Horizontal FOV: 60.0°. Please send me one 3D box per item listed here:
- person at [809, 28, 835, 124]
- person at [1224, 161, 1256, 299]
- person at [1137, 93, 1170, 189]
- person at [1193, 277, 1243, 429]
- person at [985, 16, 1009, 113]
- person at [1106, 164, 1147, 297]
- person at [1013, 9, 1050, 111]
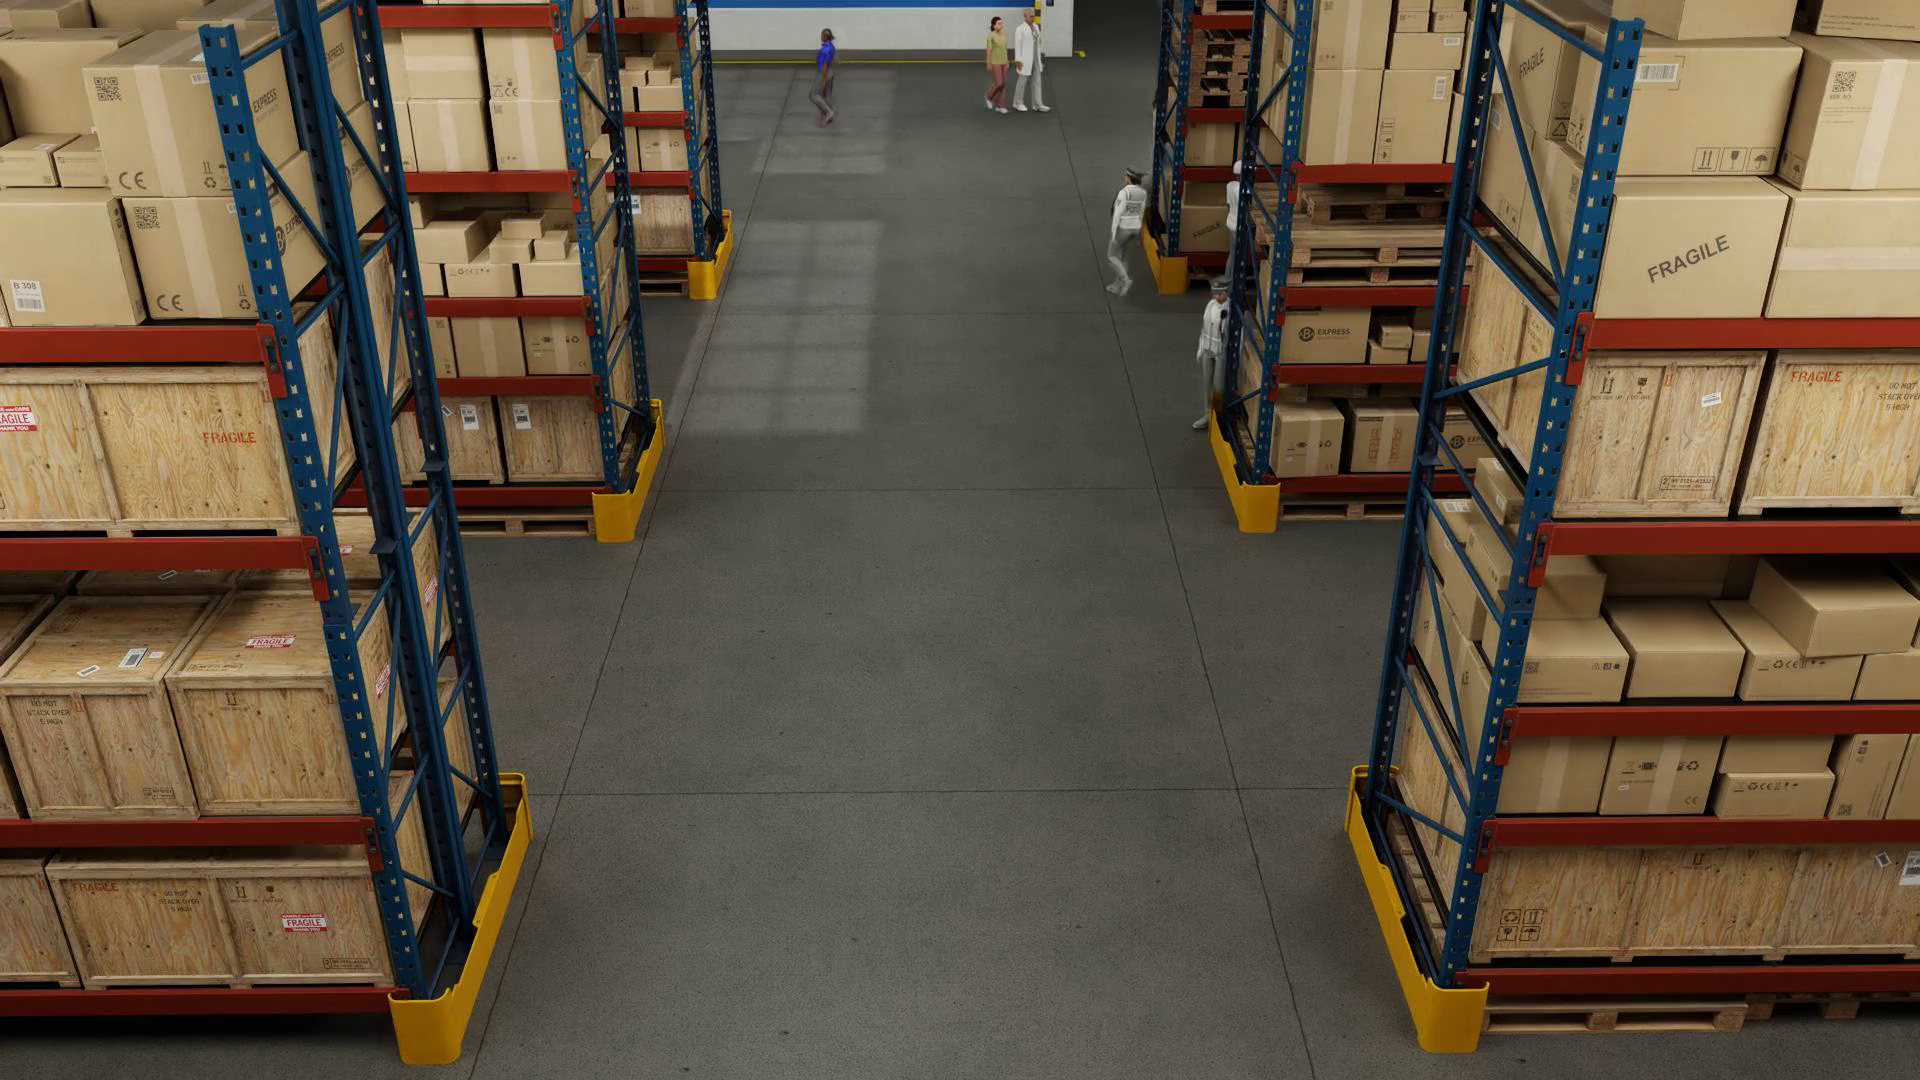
[{"bbox_3d":[-2.389,-8.082,29.014,0.452,1.658,0.467,6,29,11],"label":"person"},{"bbox_3d":[3.612,-3.995,21.337,0.390,1.770,0.553,-5,29,-9],"label":"person"},{"bbox_3d":[2.983,-5.931,25.024,0.719,1.661,0.449,5,29,9],"label":"person"},{"bbox_3d":[2.780,-1.998,17.692,0.547,1.667,0.498,-21,35,-33],"label":"person"},{"bbox_3d":[0.698,-8.538,29.867,0.475,1.669,0.486,-21,35,-33],"label":"person"},{"bbox_3d":[2.171,-3.947,21.341,0.544,1.660,0.612,-17,33,-29],"label":"person"},{"bbox_3d":[1.288,-8.634,29.957,0.592,1.788,0.683,-24,36,-37],"label":"person"}]
